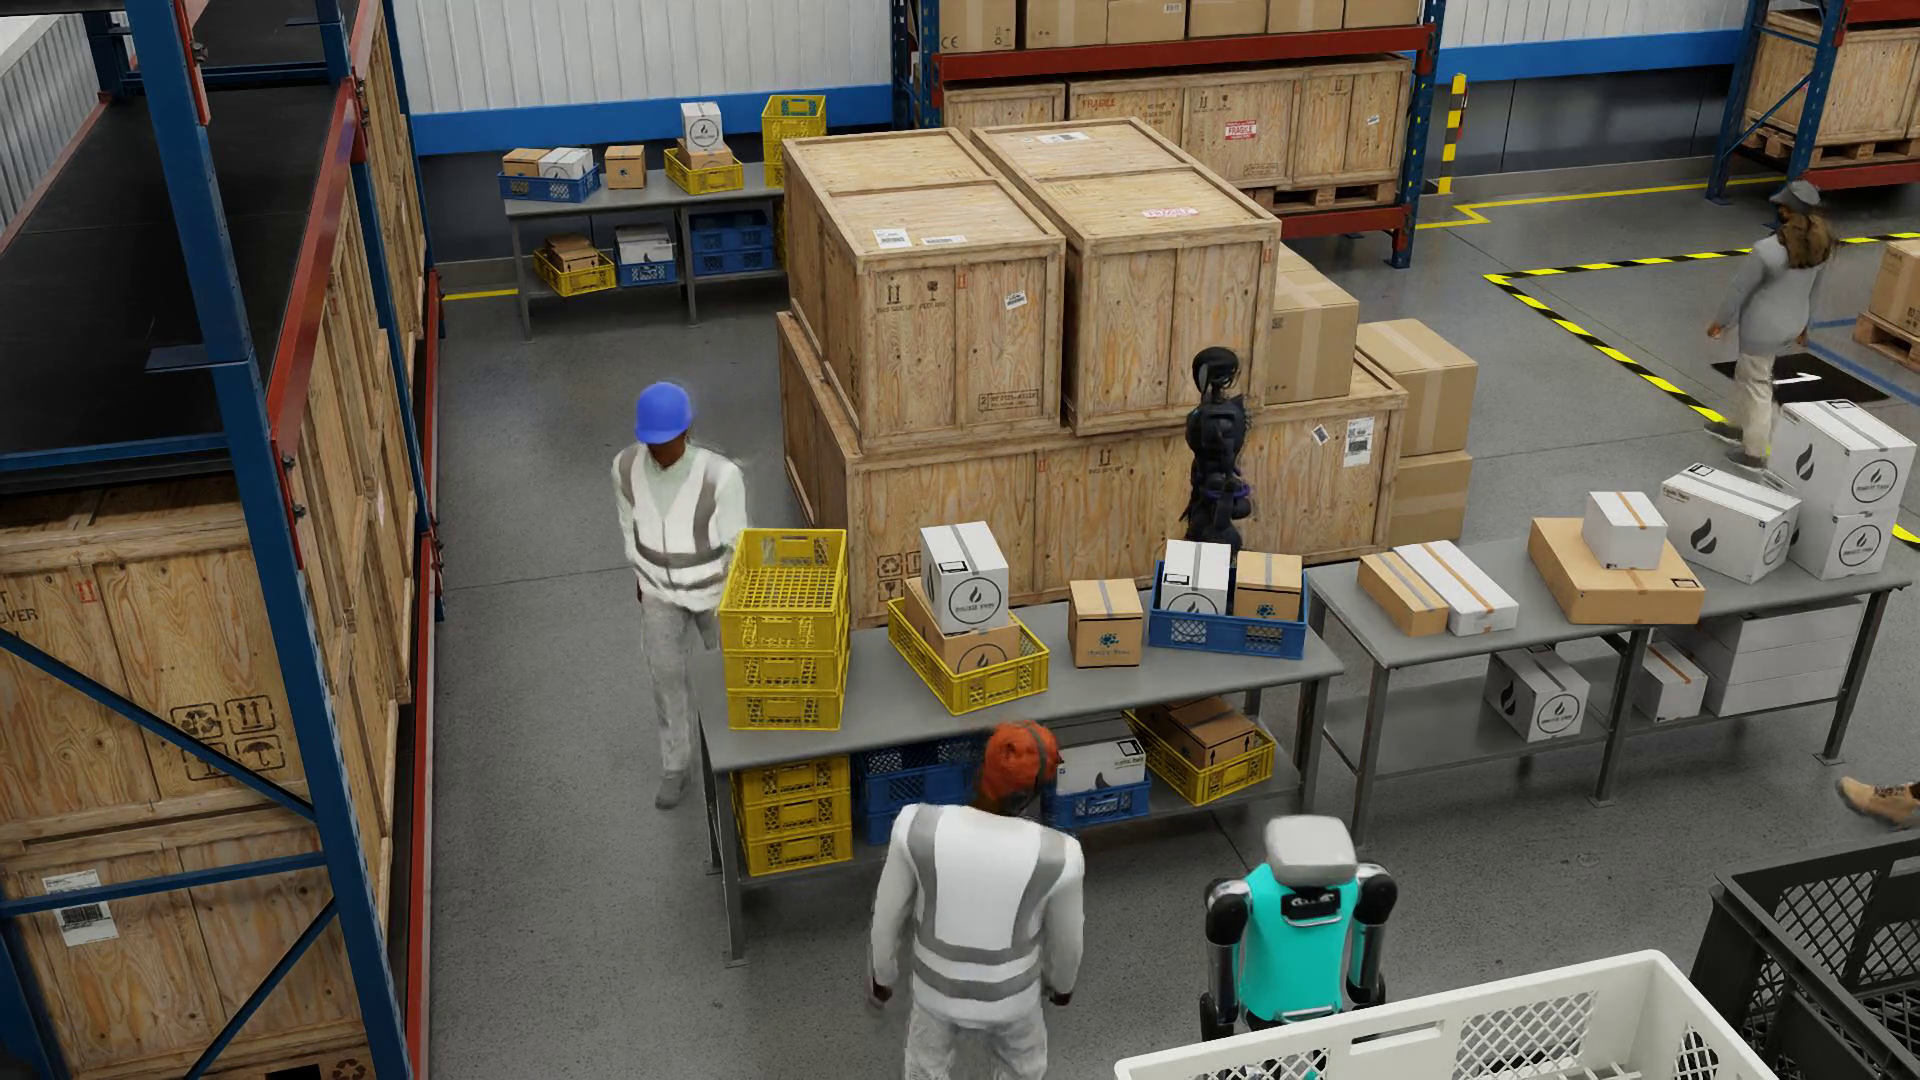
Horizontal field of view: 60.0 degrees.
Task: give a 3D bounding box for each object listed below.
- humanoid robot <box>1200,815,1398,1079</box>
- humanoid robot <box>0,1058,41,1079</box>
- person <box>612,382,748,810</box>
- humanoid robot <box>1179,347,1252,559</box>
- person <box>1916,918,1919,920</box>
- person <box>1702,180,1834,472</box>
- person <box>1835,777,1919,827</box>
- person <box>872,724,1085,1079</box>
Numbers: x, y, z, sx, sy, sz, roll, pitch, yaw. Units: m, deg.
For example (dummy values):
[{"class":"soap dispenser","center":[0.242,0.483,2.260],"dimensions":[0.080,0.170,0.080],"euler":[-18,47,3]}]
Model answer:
[{"class":"humanoid robot","center":[0.968,1.604,4.579],"dimensions":[0.532,1.694,0.725],"euler":[-5,29,-9]},{"class":"humanoid robot","center":[-2.184,1.924,4.150],"dimensions":[0.599,1.657,0.315],"euler":[5,29,9]},{"class":"person","center":[-1.134,0.138,7.172],"dimensions":[0.616,1.913,0.897],"euler":[7,30,12]},{"class":"humanoid robot","center":[1.220,-0.124,7.883],"dimensions":[0.376,1.648,0.615],"euler":[-3,29,-5]},{"class":"person","center":[3.915,0.767,6.100],"dimensions":[0.404,1.835,0.589],"euler":[0,29,0]},{"class":"person","center":[4.747,-1.311,9.958],"dimensions":[0.576,1.743,0.727],"euler":[-15,32,-25]},{"class":"person","center":[4.225,0.469,6.509],"dimensions":[1.049,1.962,0.677],"euler":[23,36,35]},{"class":"person","center":[0.046,1.350,5.023],"dimensions":[0.640,1.861,0.357],"euler":[3,29,6]}]
